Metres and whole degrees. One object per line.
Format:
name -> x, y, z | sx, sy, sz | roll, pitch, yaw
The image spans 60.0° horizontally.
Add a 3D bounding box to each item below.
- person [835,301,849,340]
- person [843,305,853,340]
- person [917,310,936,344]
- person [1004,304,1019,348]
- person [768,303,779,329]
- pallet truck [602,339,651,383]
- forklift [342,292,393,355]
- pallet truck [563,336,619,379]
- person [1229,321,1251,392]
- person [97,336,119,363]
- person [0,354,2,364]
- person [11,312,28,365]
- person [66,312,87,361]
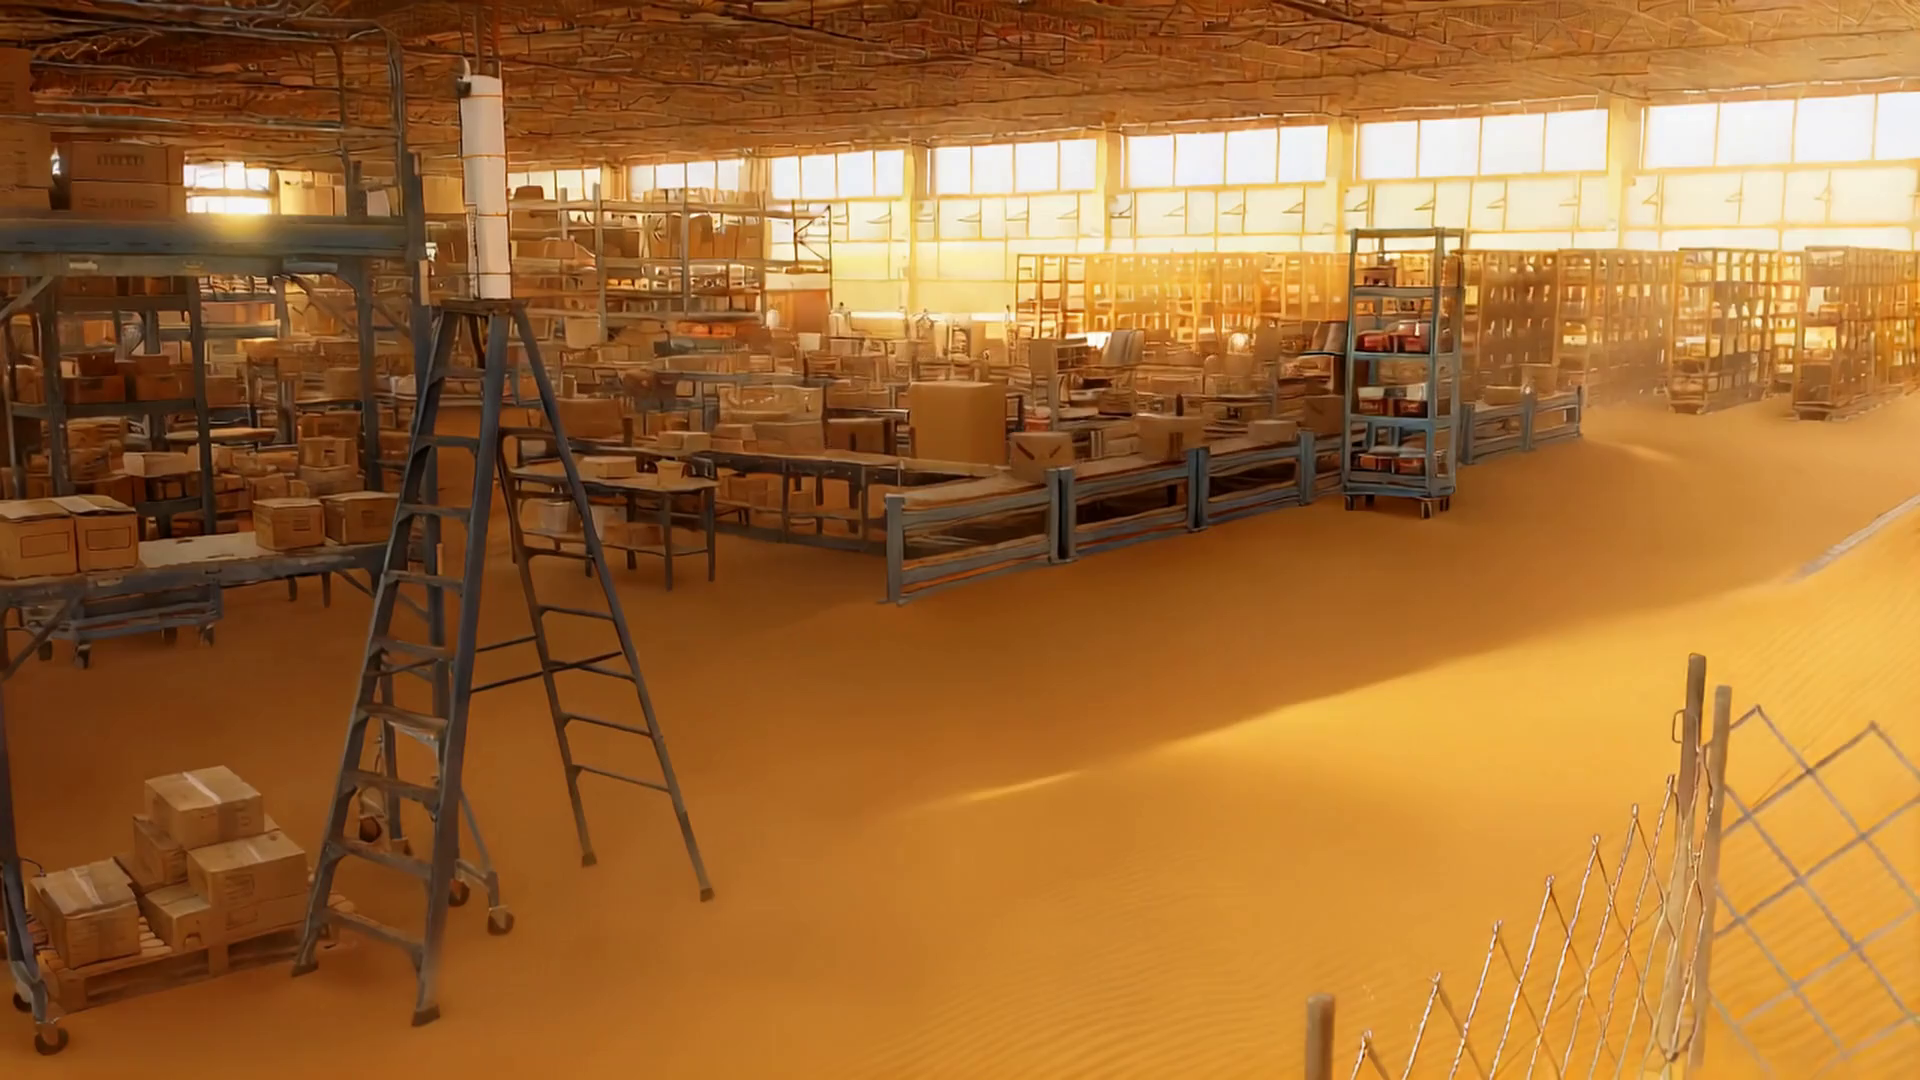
person -> -4.524, -8.142, 63.604 | 0.622, 1.994, 0.381 | -6, 11, -33
person -> -4.703, -8.823, 68.667 | 0.557, 1.738, 0.563 | -5, 10, -28
person -> -1.074, -6.429, 53.249 | 0.627, 1.901, 0.966 | -2, 9, -10
person -> 2.076, -8.744, 67.914 | 0.678, 1.819, 0.530 | 7, 11, 35
person -> -7.161, -8.016, 63.039 | 0.570, 1.919, 0.649 | 7, 12, 38
pallet truck -> -8.991, -4.871, 45.351 | 0.653, 1.274, 1.630 | 7, 11, 37
forklift -> -16.485, -5.622, 45.120 | 1.129, 2.768, 1.873 | 7, 11, 37
pallet truck -> -10.690, -5.294, 48.215 | 1.601, 1.201, 0.680 | -5, 10, -26
person -> 7.217, -4.725, 42.863 | 0.593, 1.812, 0.459 | 3, 10, 19
person -> -19.471, -3.867, 38.149 | 0.799, 1.599, 0.503 | 7, 12, 39
person -> -31.483, -6.572, 54.363 | 0.597, 1.817, 0.433 | 8, 12, 41
person -> -27.570, -5.782, 48.840 | 0.425, 2.006, 0.638 | 0, 9, -2
person -> -26.438, -5.881, 49.822 | 0.670, 1.885, 0.489 | 4, 10, 23
